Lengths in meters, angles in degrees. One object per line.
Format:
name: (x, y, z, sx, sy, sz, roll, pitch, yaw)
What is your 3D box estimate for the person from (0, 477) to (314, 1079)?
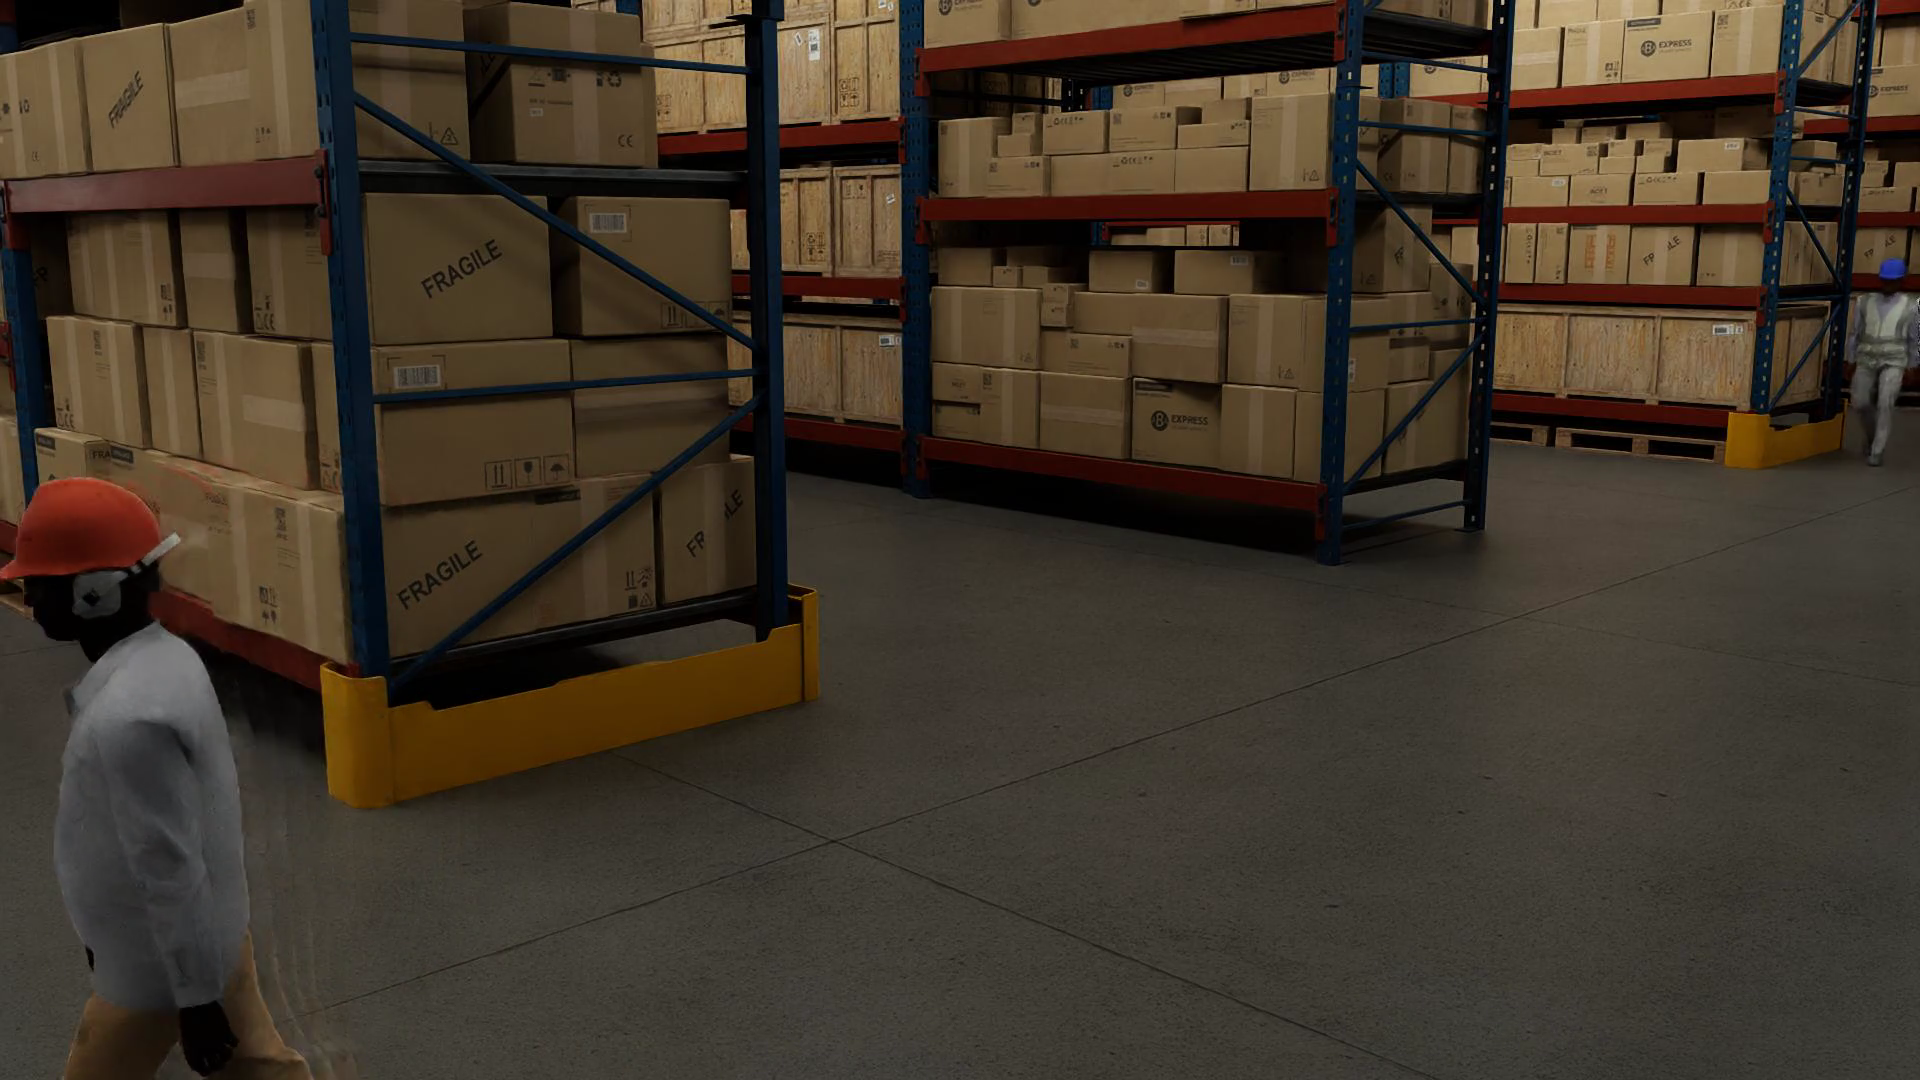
person: (-1.543, 0.729, 3.097, 0.908, 1.698, 0.585, -3, 11, -18)

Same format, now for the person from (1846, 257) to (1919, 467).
person: (8.546, -1.648, 15.414, 0.628, 1.931, 0.452, 9, 14, 42)
